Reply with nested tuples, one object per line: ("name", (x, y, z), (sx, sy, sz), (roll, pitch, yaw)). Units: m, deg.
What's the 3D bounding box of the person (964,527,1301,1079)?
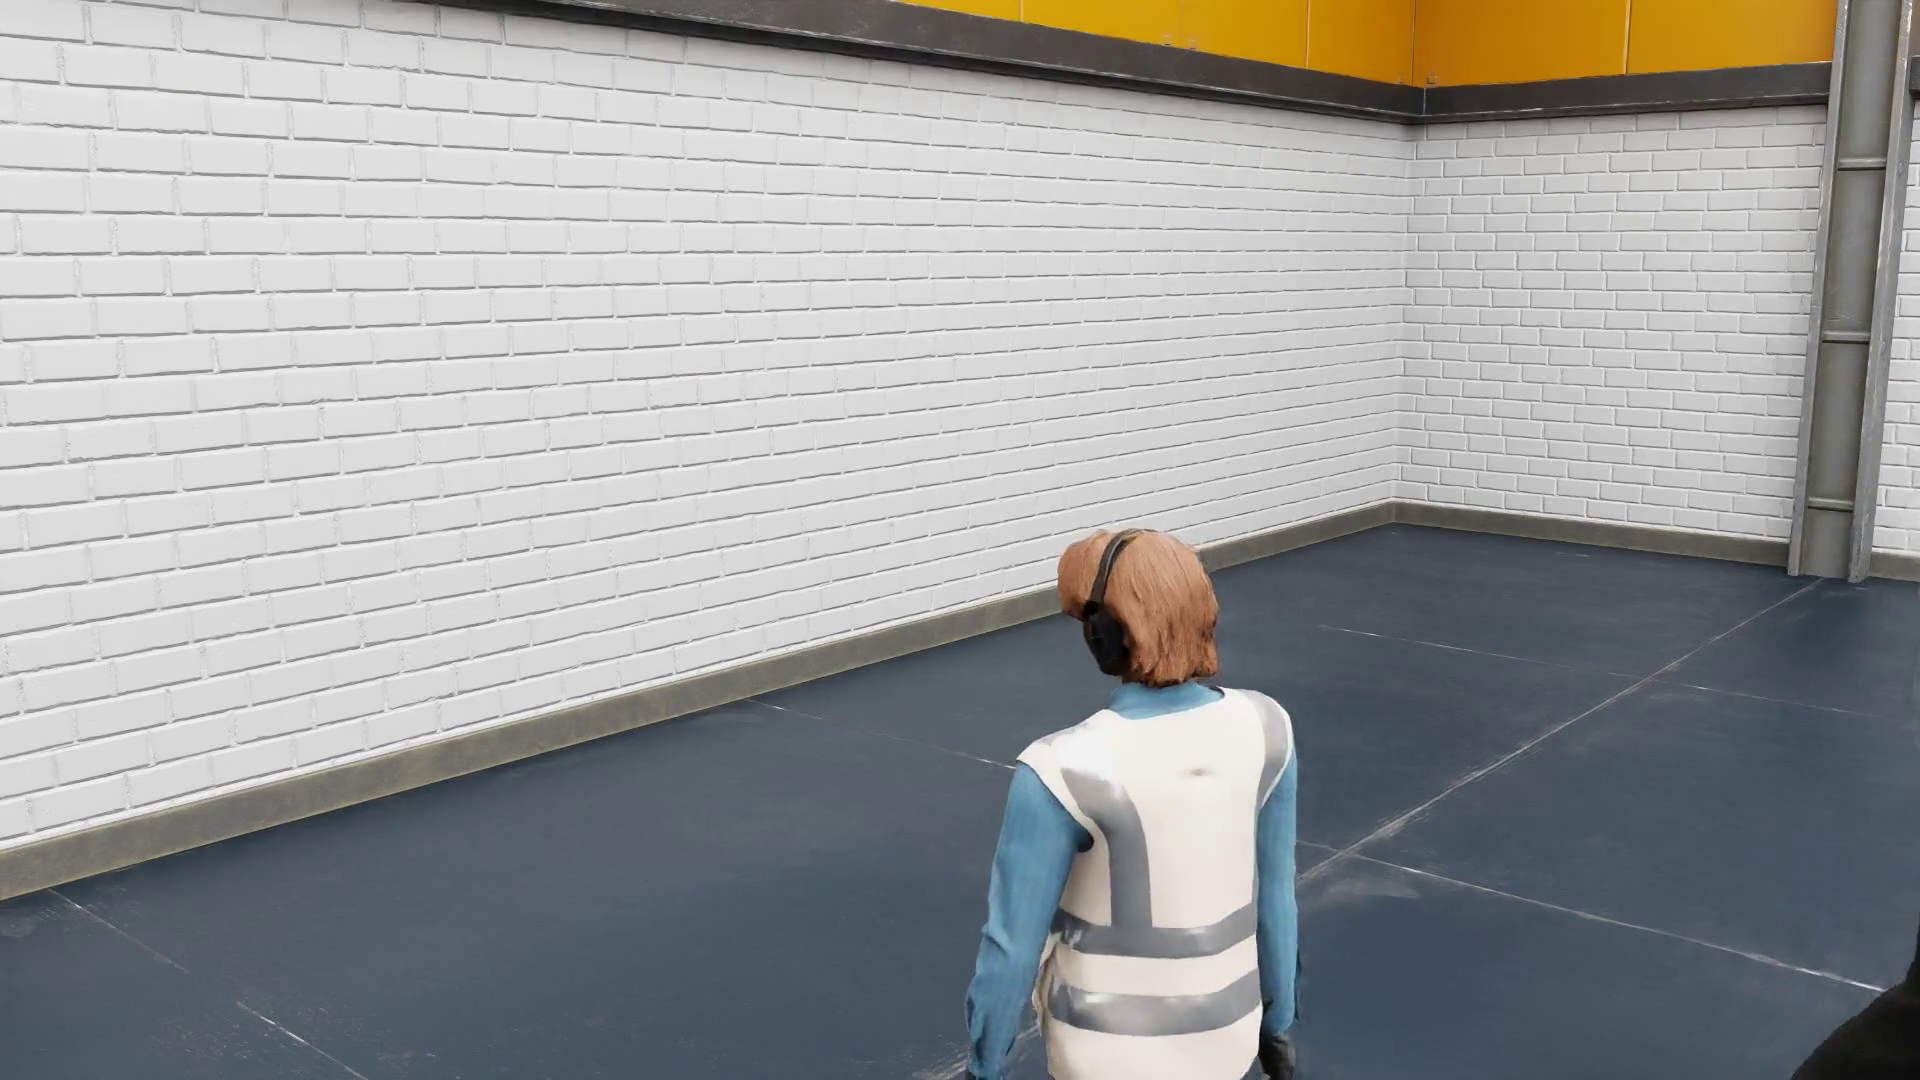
("person", (0.237, 0.771, 2.598), (0.541, 1.602, 0.705), (-7, 12, -33))
